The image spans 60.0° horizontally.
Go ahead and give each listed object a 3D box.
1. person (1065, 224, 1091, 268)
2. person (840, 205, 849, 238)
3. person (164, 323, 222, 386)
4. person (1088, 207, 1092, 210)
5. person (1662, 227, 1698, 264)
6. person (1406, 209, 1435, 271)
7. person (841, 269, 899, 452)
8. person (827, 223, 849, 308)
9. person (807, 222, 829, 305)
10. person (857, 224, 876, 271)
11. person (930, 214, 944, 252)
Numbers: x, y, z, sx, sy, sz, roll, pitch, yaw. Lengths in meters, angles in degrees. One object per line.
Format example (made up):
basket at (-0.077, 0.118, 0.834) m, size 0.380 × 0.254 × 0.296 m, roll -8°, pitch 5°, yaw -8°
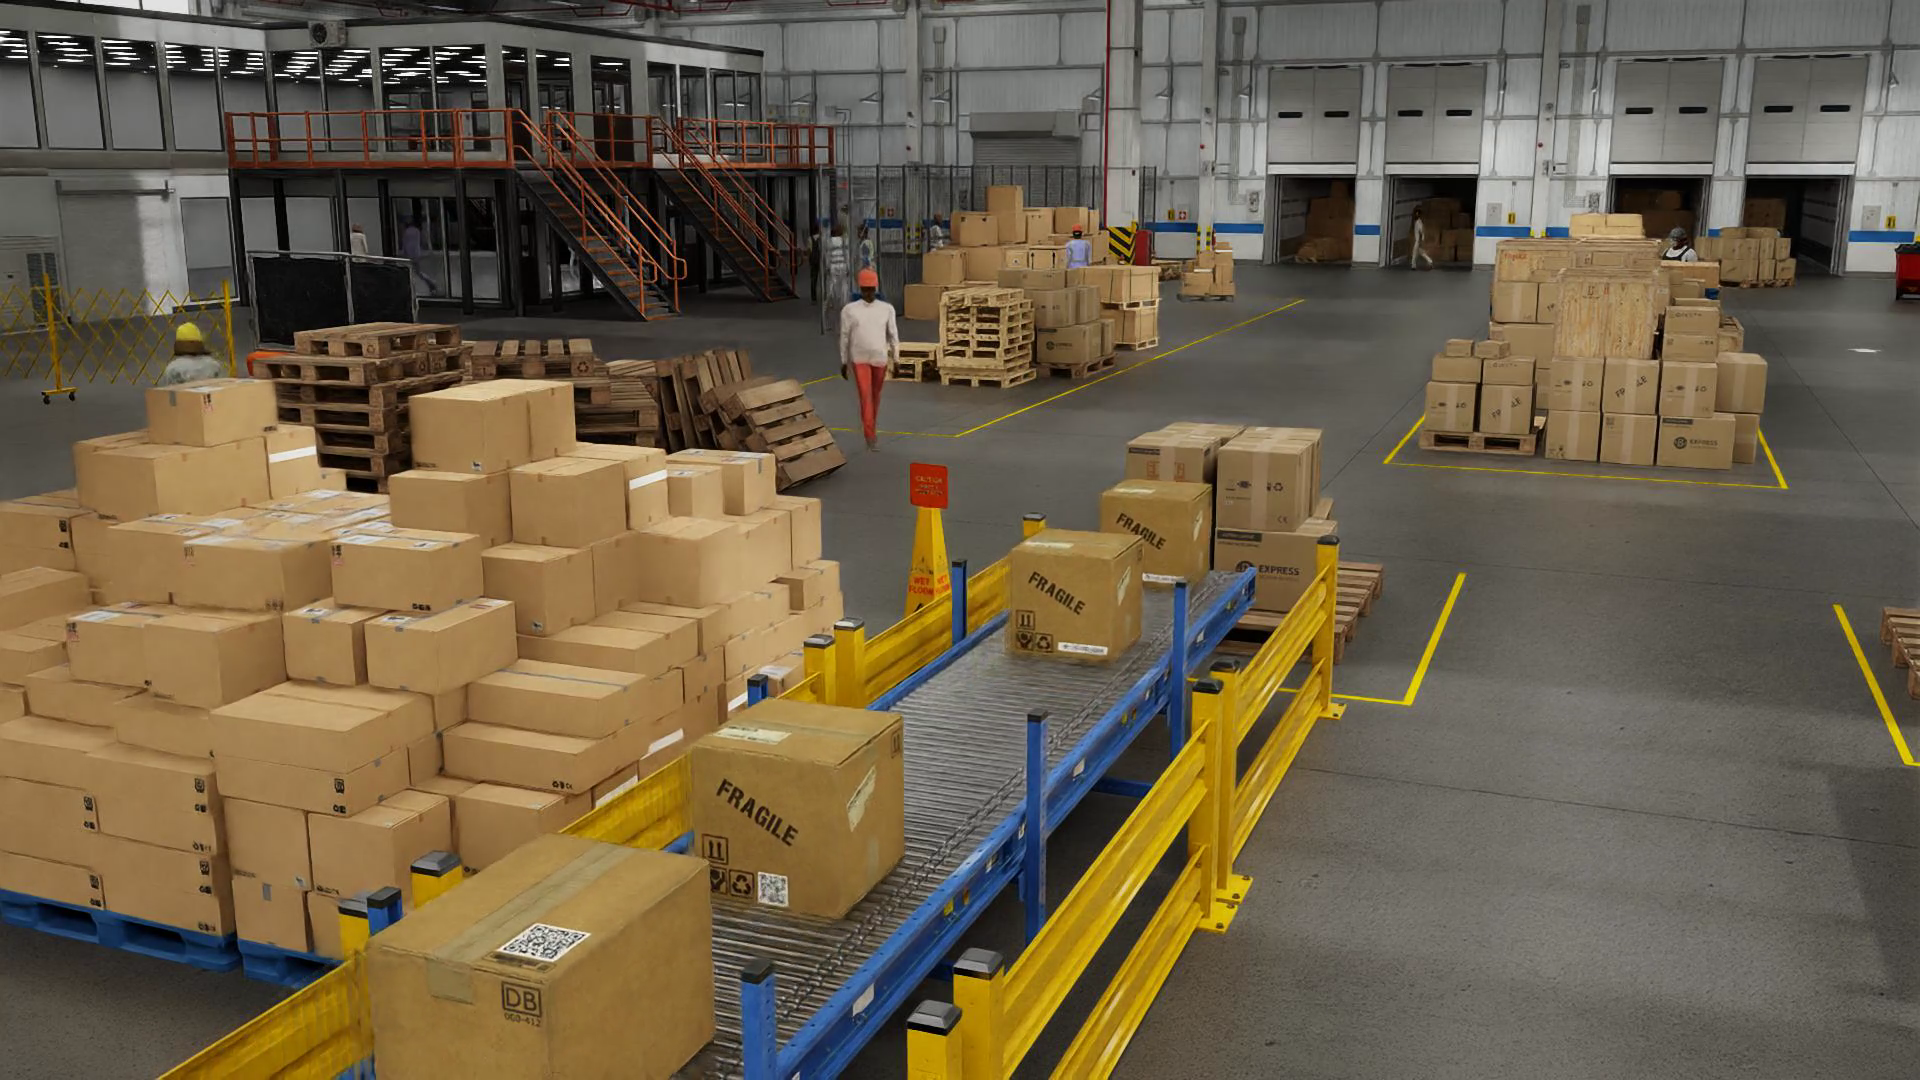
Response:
person at (2.375, -5.427, 33.685) m, size 0.542 × 1.928 × 0.374 m, roll -2°, pitch 13°, yaw -9°
person at (-3.723, -10.325, 55.884) m, size 0.660 × 1.821 × 0.661 m, roll 3°, pitch 13°, yaw 13°
person at (-6.665, -1.029, 14.474) m, size 0.891 × 1.694 × 0.504 m, roll 9°, pitch 15°, yaw 35°
person at (3.725, -8.619, 47.953) m, size 0.405 × 1.946 × 0.610 m, roll -7°, pitch 14°, yaw -29°
person at (12.299, -4.375, 28.710) m, size 0.535 × 2.000 × 0.674 m, roll -7°, pitch 14°, yaw -27°
person at (13.832, -8.978, 49.793) m, size 0.765 × 1.853 × 0.537 m, roll 4°, pitch 13°, yaw 17°
person at (-0.987, -1.990, 18.229) m, size 0.626 × 1.950 × 1.004 m, roll -3°, pitch 13°, yaw -15°
person at (-2.631, -5.928, 36.085) m, size 0.585 × 1.860 × 0.770 m, roll 3°, pitch 13°, yaw 15°
person at (-3.166, -6.194, 37.311) m, size 0.513 × 1.845 × 0.334 m, roll 4°, pitch 13°, yaw 18°
person at (-1.902, -5.466, 33.906) m, size 0.397 × 1.911 × 0.587 m, roll 1°, pitch 13°, yaw 3°
person at (-0.588, -7.328, 42.310) m, size 0.356 × 1.885 × 0.573 m, roll -5°, pitch 13°, yaw -21°
